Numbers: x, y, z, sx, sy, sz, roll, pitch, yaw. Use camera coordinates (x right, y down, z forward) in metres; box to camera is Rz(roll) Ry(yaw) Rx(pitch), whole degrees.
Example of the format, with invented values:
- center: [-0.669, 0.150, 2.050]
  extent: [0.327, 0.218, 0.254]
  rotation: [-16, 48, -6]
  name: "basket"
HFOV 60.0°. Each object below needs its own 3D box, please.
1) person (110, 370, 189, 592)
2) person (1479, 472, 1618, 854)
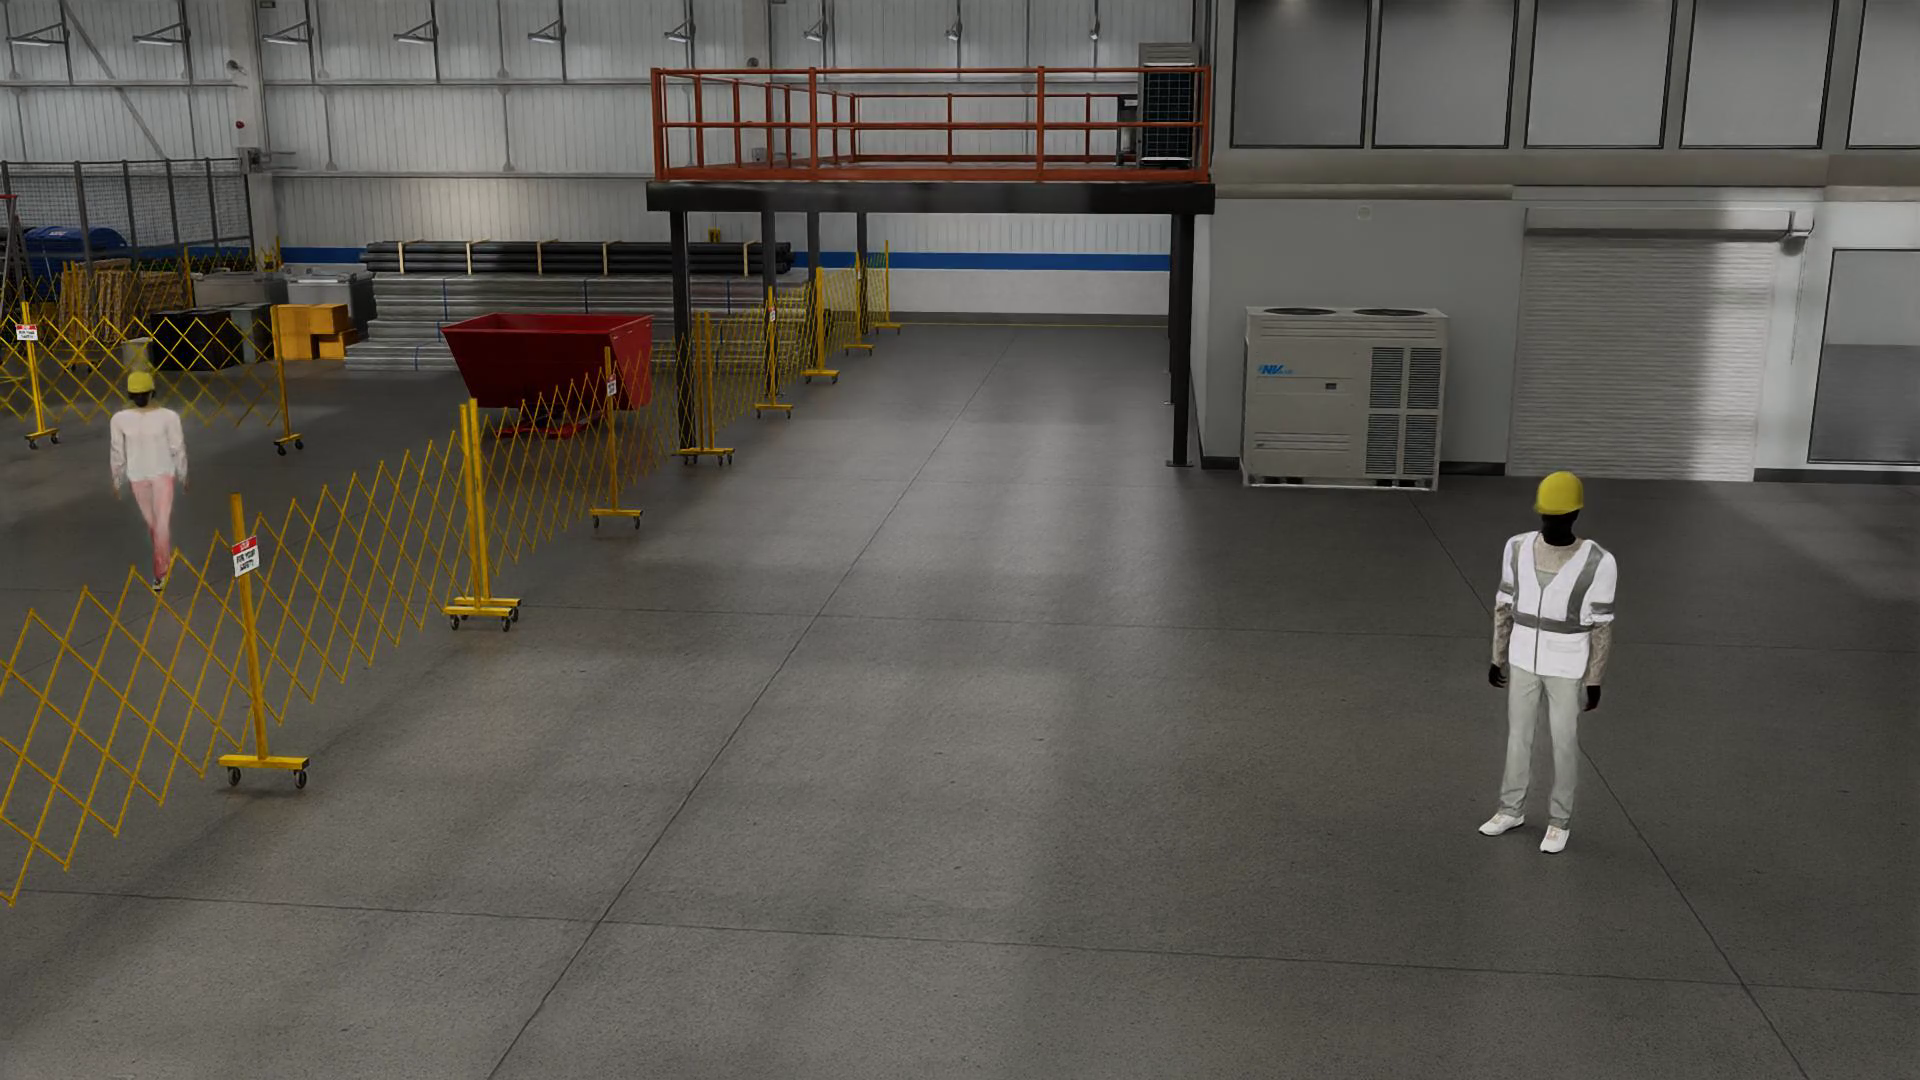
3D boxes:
- center: [-6.461, -0.504, 13.272]
  extent: [0.537, 1.721, 0.892]
  rotation: [-3, 14, -11]
  name: "person"
- center: [2.926, 0.605, 8.304]
  extent: [0.594, 1.925, 0.372]
  rotation: [13, 19, 42]
  name: "person"
